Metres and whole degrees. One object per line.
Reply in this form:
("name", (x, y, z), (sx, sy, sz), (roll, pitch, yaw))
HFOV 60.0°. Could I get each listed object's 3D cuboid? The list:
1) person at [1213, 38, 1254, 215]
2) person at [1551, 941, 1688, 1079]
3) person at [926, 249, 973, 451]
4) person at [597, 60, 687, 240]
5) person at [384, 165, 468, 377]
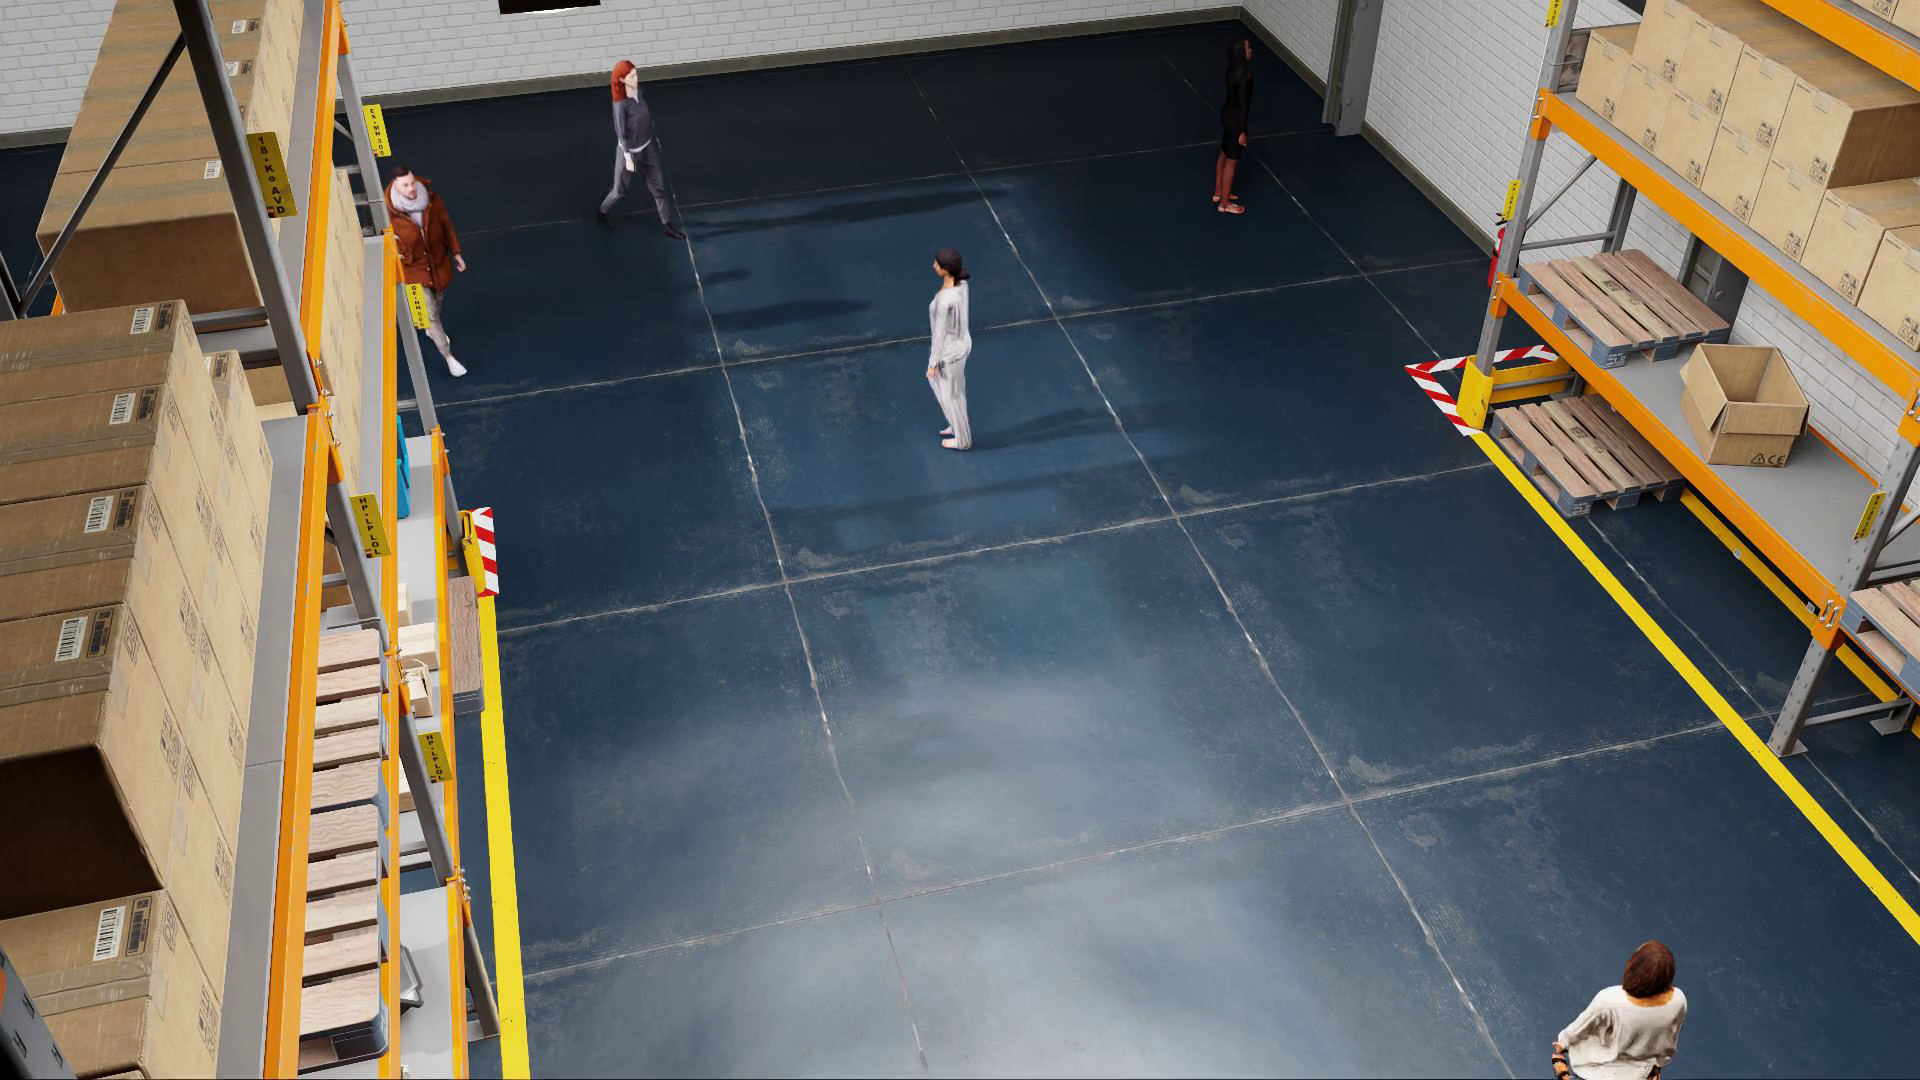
("person", (2.647, -4.005, 16.023), (0.712, 1.716, 0.525), (-2, 39, -3))
("person", (3.116, 2.558, 7.858), (0.754, 1.650, 1.062), (-3, 39, -4))
("person", (0.029, -1.428, 12.760), (0.823, 1.760, 0.748), (13, 40, 16))
("person", (-3.111, -3.618, 15.517), (1.143, 1.741, 1.139), (17, 42, 20))
("person", (-4.477, -2.295, 13.824), (1.043, 1.788, 1.271), (-30, 47, -32))
